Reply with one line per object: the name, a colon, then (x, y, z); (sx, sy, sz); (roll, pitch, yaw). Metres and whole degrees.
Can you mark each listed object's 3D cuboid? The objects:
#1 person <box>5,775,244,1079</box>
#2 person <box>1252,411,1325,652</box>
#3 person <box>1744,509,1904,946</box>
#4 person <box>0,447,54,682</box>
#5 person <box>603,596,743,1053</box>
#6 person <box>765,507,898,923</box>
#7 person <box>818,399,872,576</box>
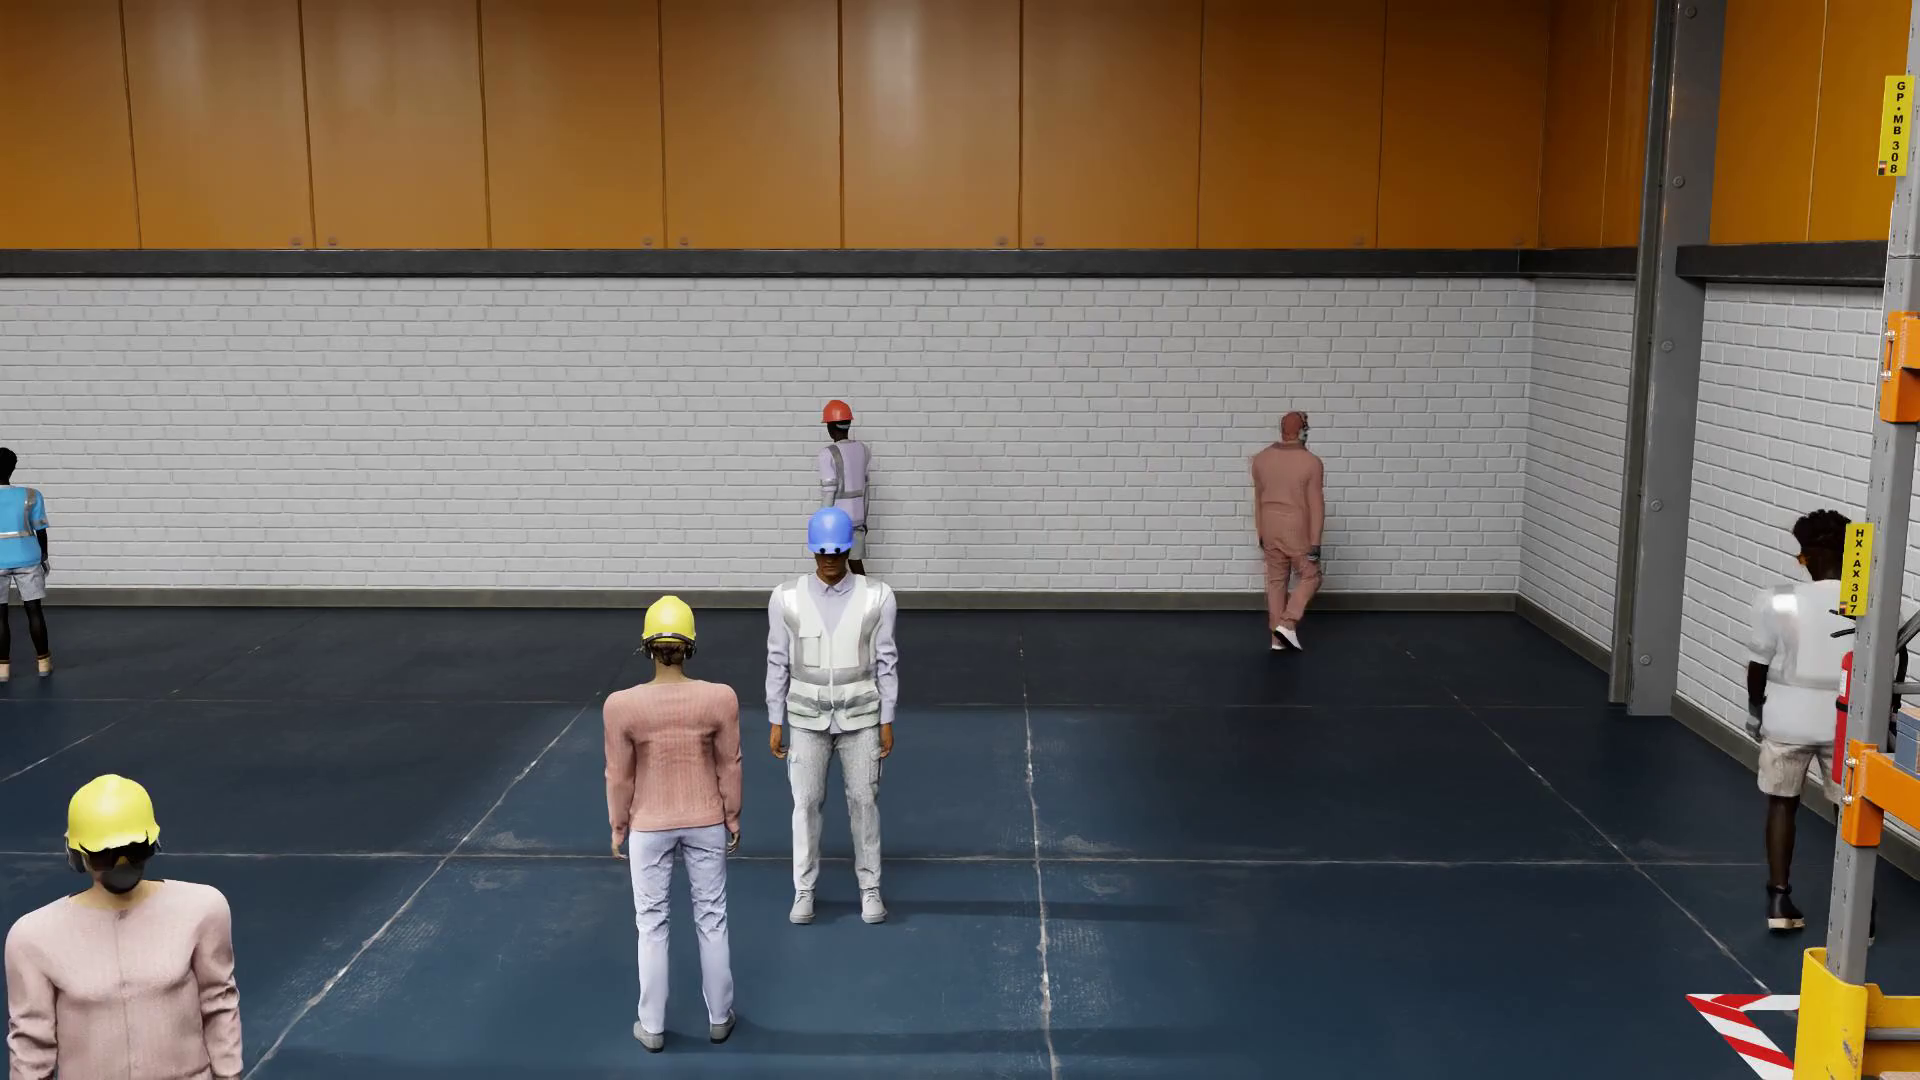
person: (-2.093, 1.448, 4.224); (0.534, 1.767, 0.317); (-6, 11, -31)
person: (2.552, -0.053, 12.853); (0.645, 1.893, 0.429); (9, 13, 44)
person: (3.843, 0.829, 7.425); (0.638, 1.932, 0.424); (3, 10, 18)
person: (-6.888, 0.174, 12.061); (0.540, 1.695, 0.317); (-7, 12, -36)
person: (-1.091, 1.087, 6.382); (0.522, 1.769, 0.311); (-3, 10, -15)
person: (-0.582, 0.801, 7.576); (0.607, 1.938, 0.408); (0, 9, -1)
person: (-0.955, -0.158, 13.334); (0.375, 1.933, 0.550); (7, 12, 38)
